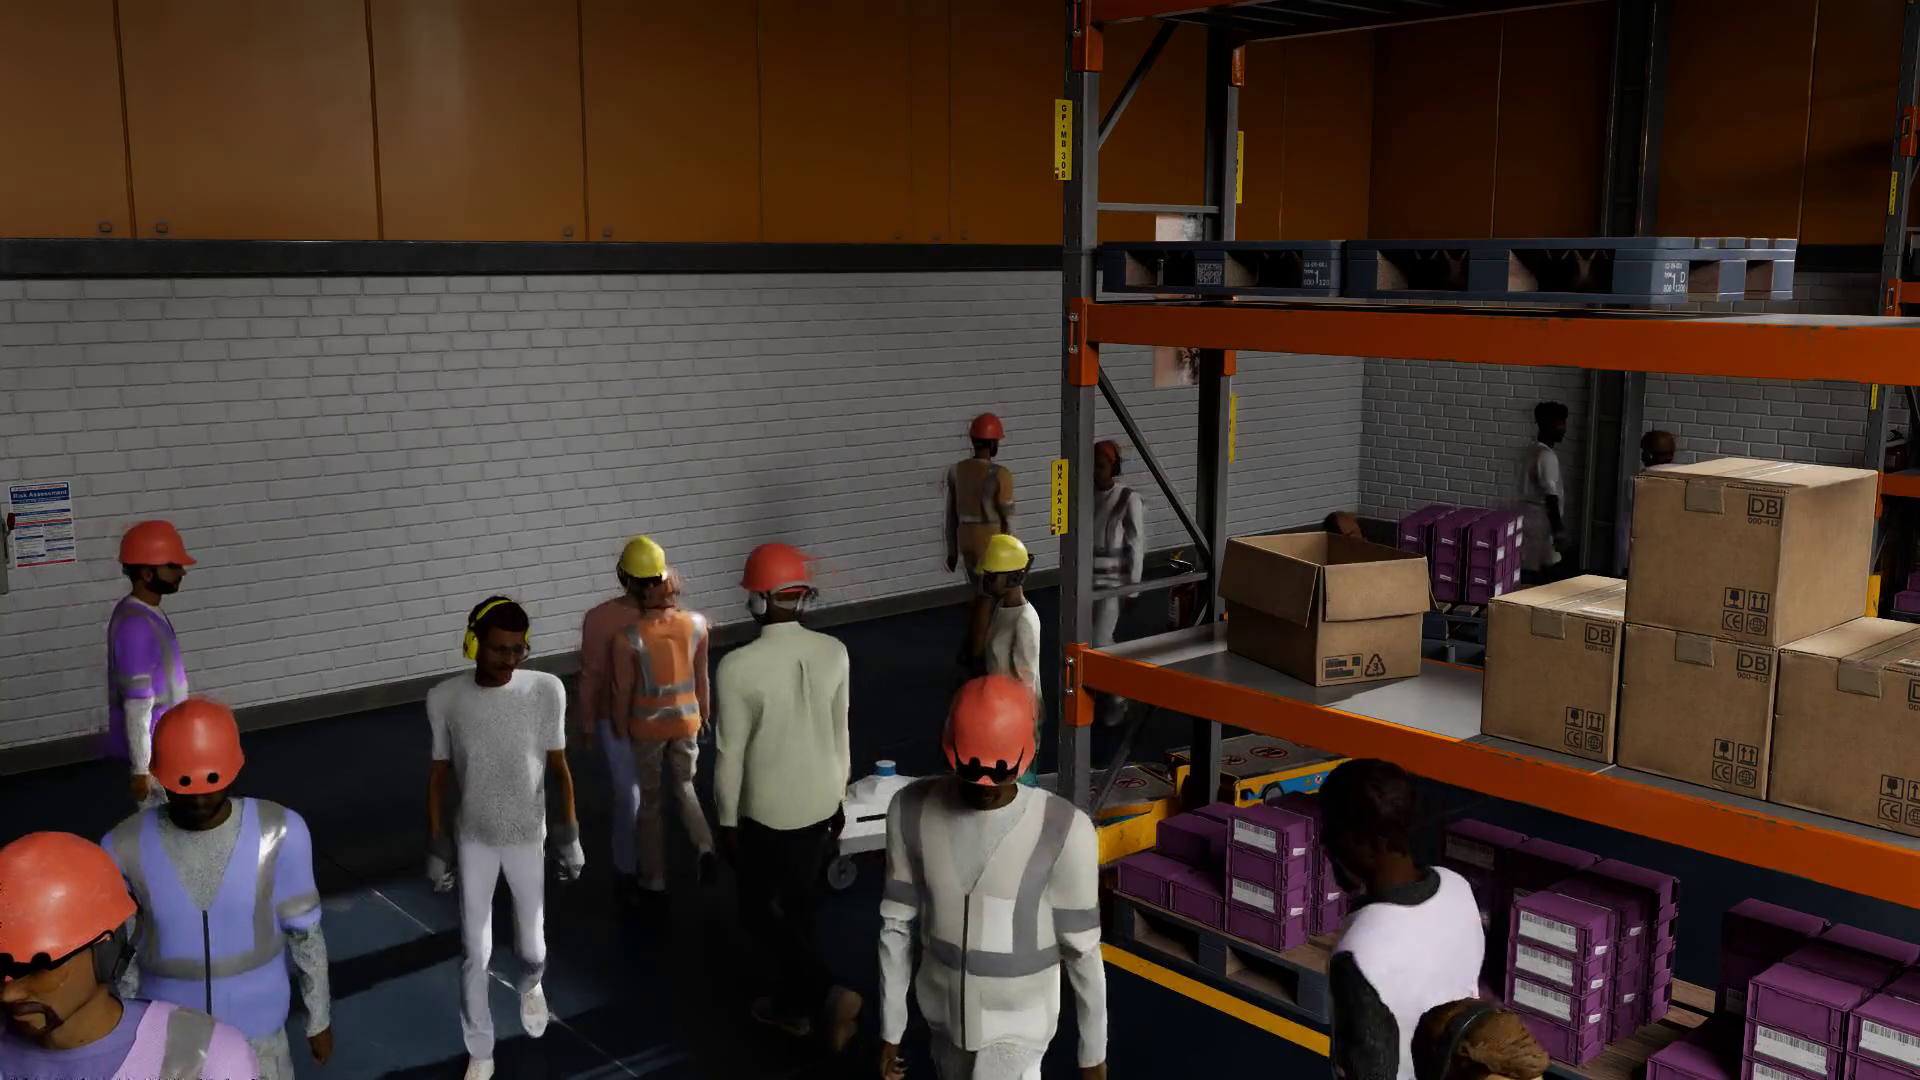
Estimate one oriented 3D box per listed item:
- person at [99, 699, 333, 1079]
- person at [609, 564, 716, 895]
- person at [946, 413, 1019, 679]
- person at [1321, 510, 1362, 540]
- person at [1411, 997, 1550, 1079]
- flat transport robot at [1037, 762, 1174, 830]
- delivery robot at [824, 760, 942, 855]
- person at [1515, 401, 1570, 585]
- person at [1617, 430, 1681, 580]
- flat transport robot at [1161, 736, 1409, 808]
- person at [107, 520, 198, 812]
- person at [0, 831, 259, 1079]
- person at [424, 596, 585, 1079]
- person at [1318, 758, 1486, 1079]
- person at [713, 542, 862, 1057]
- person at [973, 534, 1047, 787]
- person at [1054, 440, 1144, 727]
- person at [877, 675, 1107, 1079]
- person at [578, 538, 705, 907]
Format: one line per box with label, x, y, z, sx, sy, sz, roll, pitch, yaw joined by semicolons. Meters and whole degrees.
person;-2.090;1.304;4.728;0.555;1.893;0.801;-4;10;-21
person;-1.381;0.900;7.810;0.526;1.623;0.471;-7;12;-36
person;0.186;0.050;11.930;0.556;1.918;0.429;9;13;44
person;2.277;0.598;9.687;0.796;1.599;0.494;-7;12;-37
person;0.837;1.653;2.823;0.503;1.826;0.569;-6;11;-31
flat transport robot;0.578;1.416;8.760;1.431;0.197;0.652;-4;11;-23
delivery robot;-0.365;1.327;8.178;0.707;0.478;0.477;-4;10;-23
person;4.422;-0.127;12.961;0.917;1.933;0.614;2;10;12
person;4.920;0.110;11.913;0.646;1.806;0.820;-2;10;-9
flat transport robot;1.820;1.289;9.505;1.431;0.197;0.652;-6;11;-31
person;-3.409;0.863;7.207;0.577;1.919;0.544;-5;11;-26
person;-1.573;1.508;3.041;0.611;2.042;0.396;0;10;-1
person;-1.669;1.085;6.096;0.589;1.847;0.516;-2;10;-10
person;0.980;1.426;4.015;0.623;1.876;0.851;-9;13;-43
person;-0.597;1.000;6.235;0.624;1.975;0.710;-9;13;-43
person;0.227;0.842;7.784;0.343;1.759;0.533;-2;10;-10
person;0.899;0.282;10.745;0.398;1.872;0.627;-8;12;-38
person;0.104;1.288;4.568;0.627;1.974;1.035;5;11;27
person;-1.510;0.836;7.842;0.549;1.731;0.534;-9;13;-44
